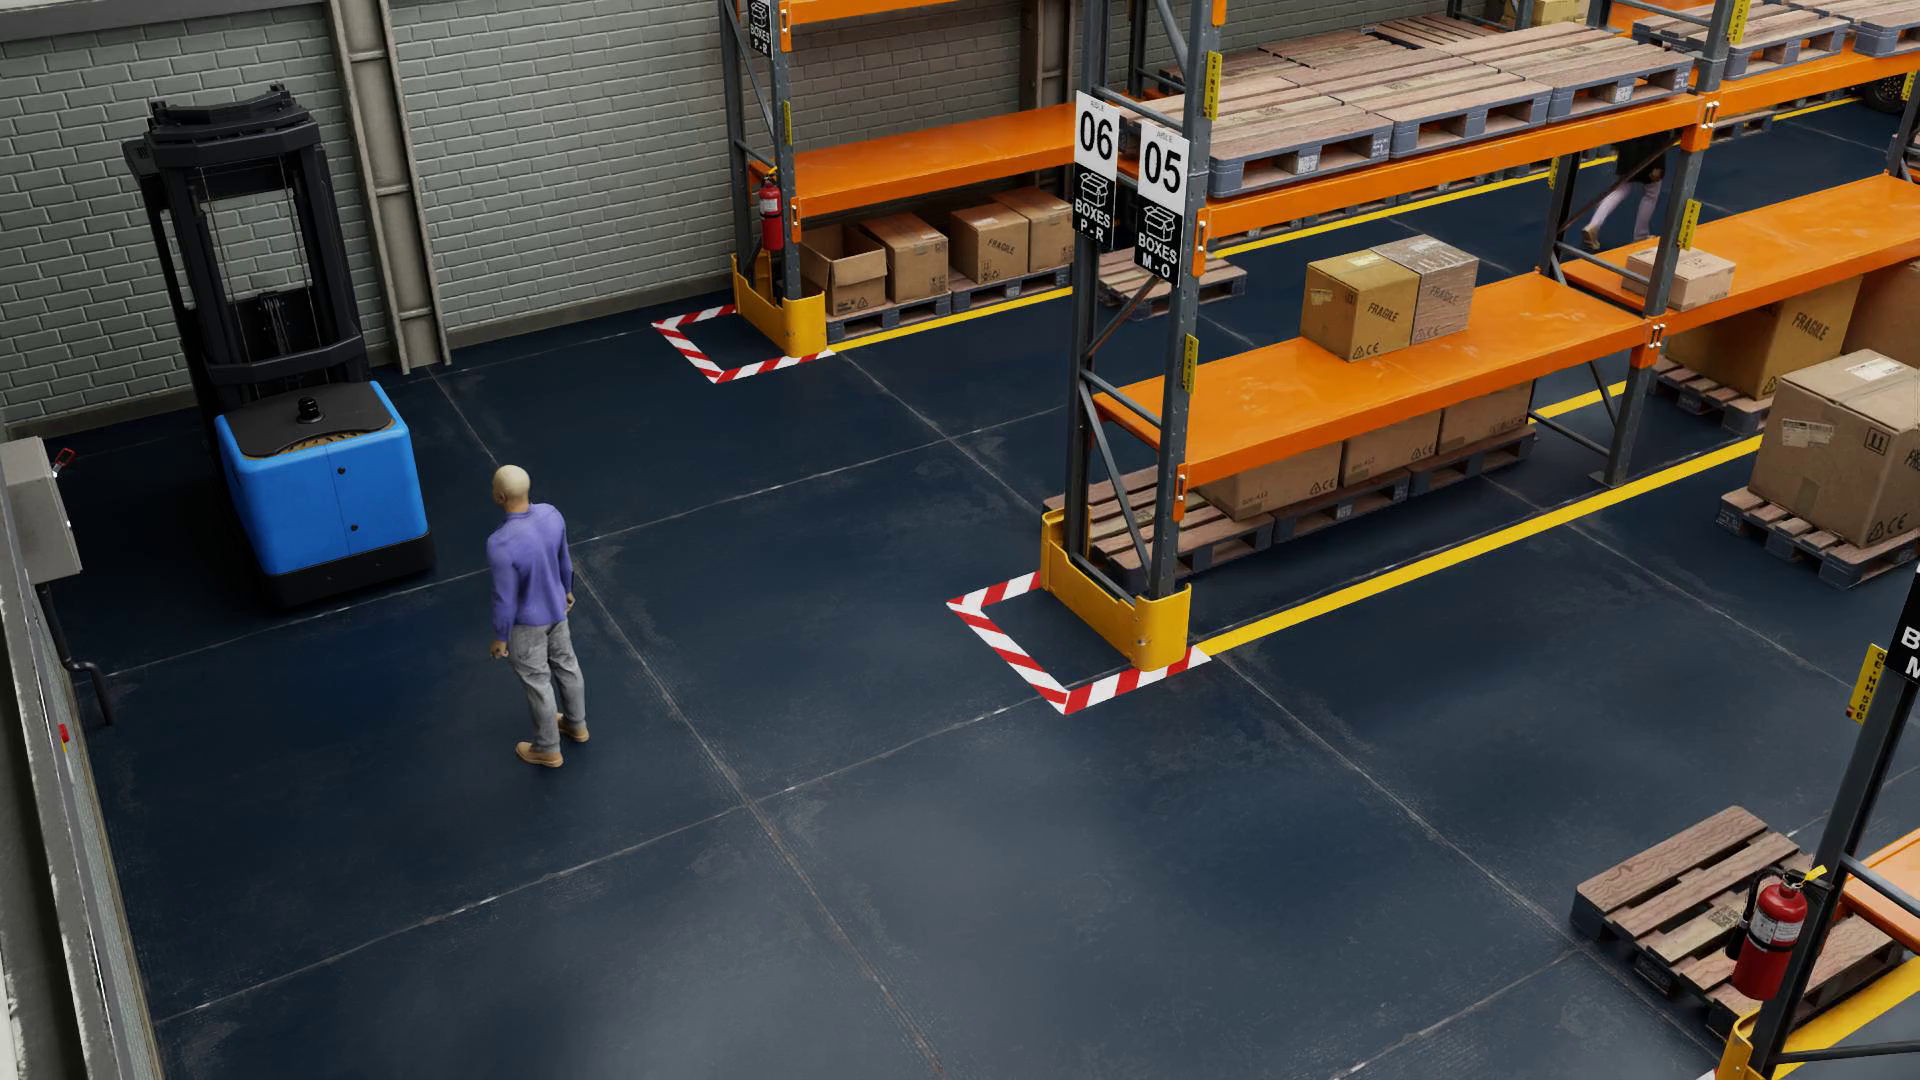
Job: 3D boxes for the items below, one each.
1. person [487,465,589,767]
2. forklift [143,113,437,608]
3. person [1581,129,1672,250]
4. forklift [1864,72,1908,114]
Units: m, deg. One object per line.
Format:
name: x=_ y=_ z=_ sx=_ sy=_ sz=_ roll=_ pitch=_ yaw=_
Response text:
person: x=-2.242 y=0.409 z=8.826 sx=0.381 sy=1.797 sz=0.609 roll=16 pitch=35 yaw=24
forklift: x=-4.289 y=-1.259 z=10.509 sx=1.129 sy=2.768 sz=1.873 roll=-17 pitch=36 yaw=-26
person: x=6.151 y=-3.481 z=15.088 sx=0.823 sy=1.826 sz=0.544 roll=-17 pitch=36 yaw=-25
forklift: x=11.468 y=-5.645 z=18.244 sx=1.214 sy=2.155 sz=2.313 roll=-17 pitch=36 yaw=-26
